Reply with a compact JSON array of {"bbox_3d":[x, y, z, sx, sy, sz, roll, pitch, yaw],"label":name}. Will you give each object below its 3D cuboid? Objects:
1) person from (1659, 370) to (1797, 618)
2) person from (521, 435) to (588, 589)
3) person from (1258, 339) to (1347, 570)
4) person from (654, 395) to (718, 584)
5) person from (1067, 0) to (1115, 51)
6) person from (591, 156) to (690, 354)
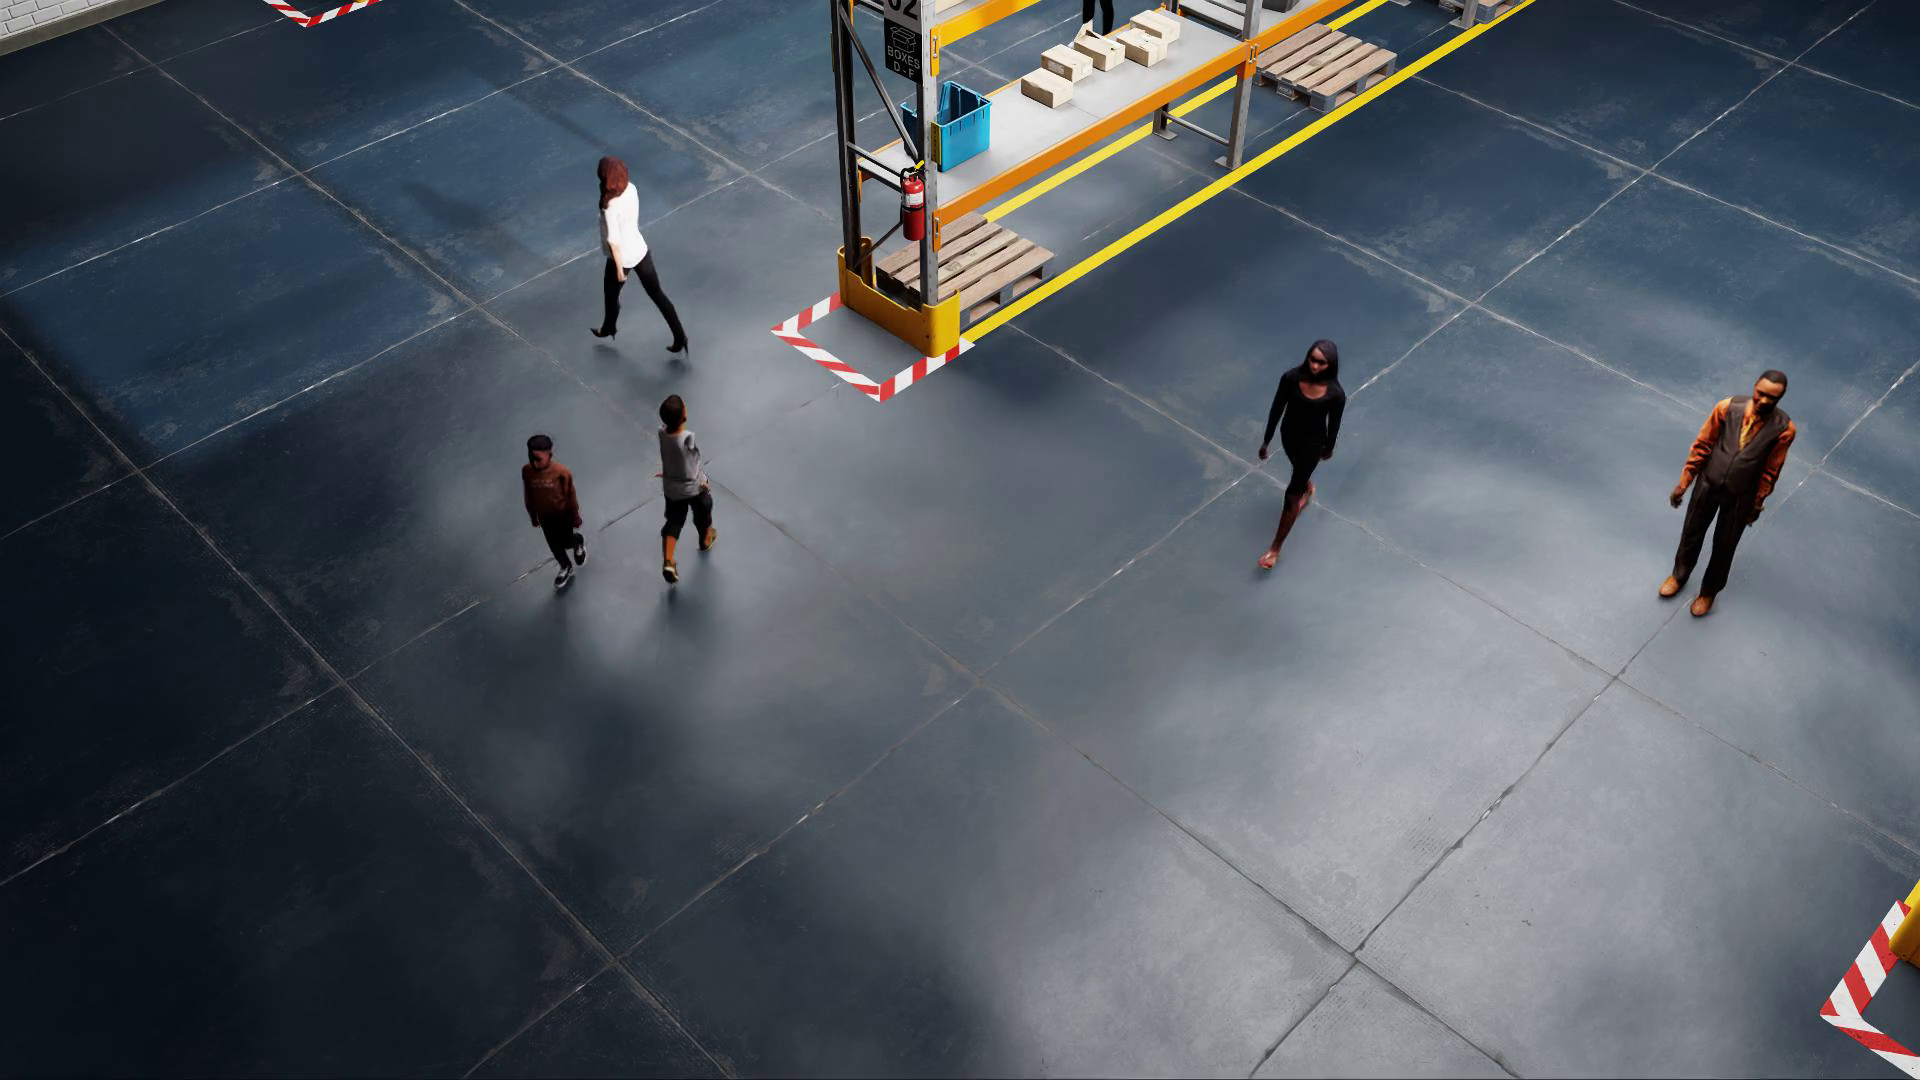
[{"bbox_3d":[5.096,-0.383,11.039,0.717,1.904,0.672,32,52,29],"label":"person"},{"bbox_3d":[-2.747,-0.245,11.372,0.679,1.245,0.748,8,44,8],"label":"person"},{"bbox_3d":[2.401,-0.713,11.555,0.740,1.670,1.239,27,50,26],"label":"person"},{"bbox_3d":[-1.919,-0.385,11.380,0.887,1.437,1.043,9,44,10],"label":"person"},{"bbox_3d":[1.405,-5.828,16.737,0.716,1.929,0.627,27,50,25],"label":"person"},{"bbox_3d":[-2.502,-2.167,13.026,0.976,1.746,1.159,16,46,16],"label":"person"}]
